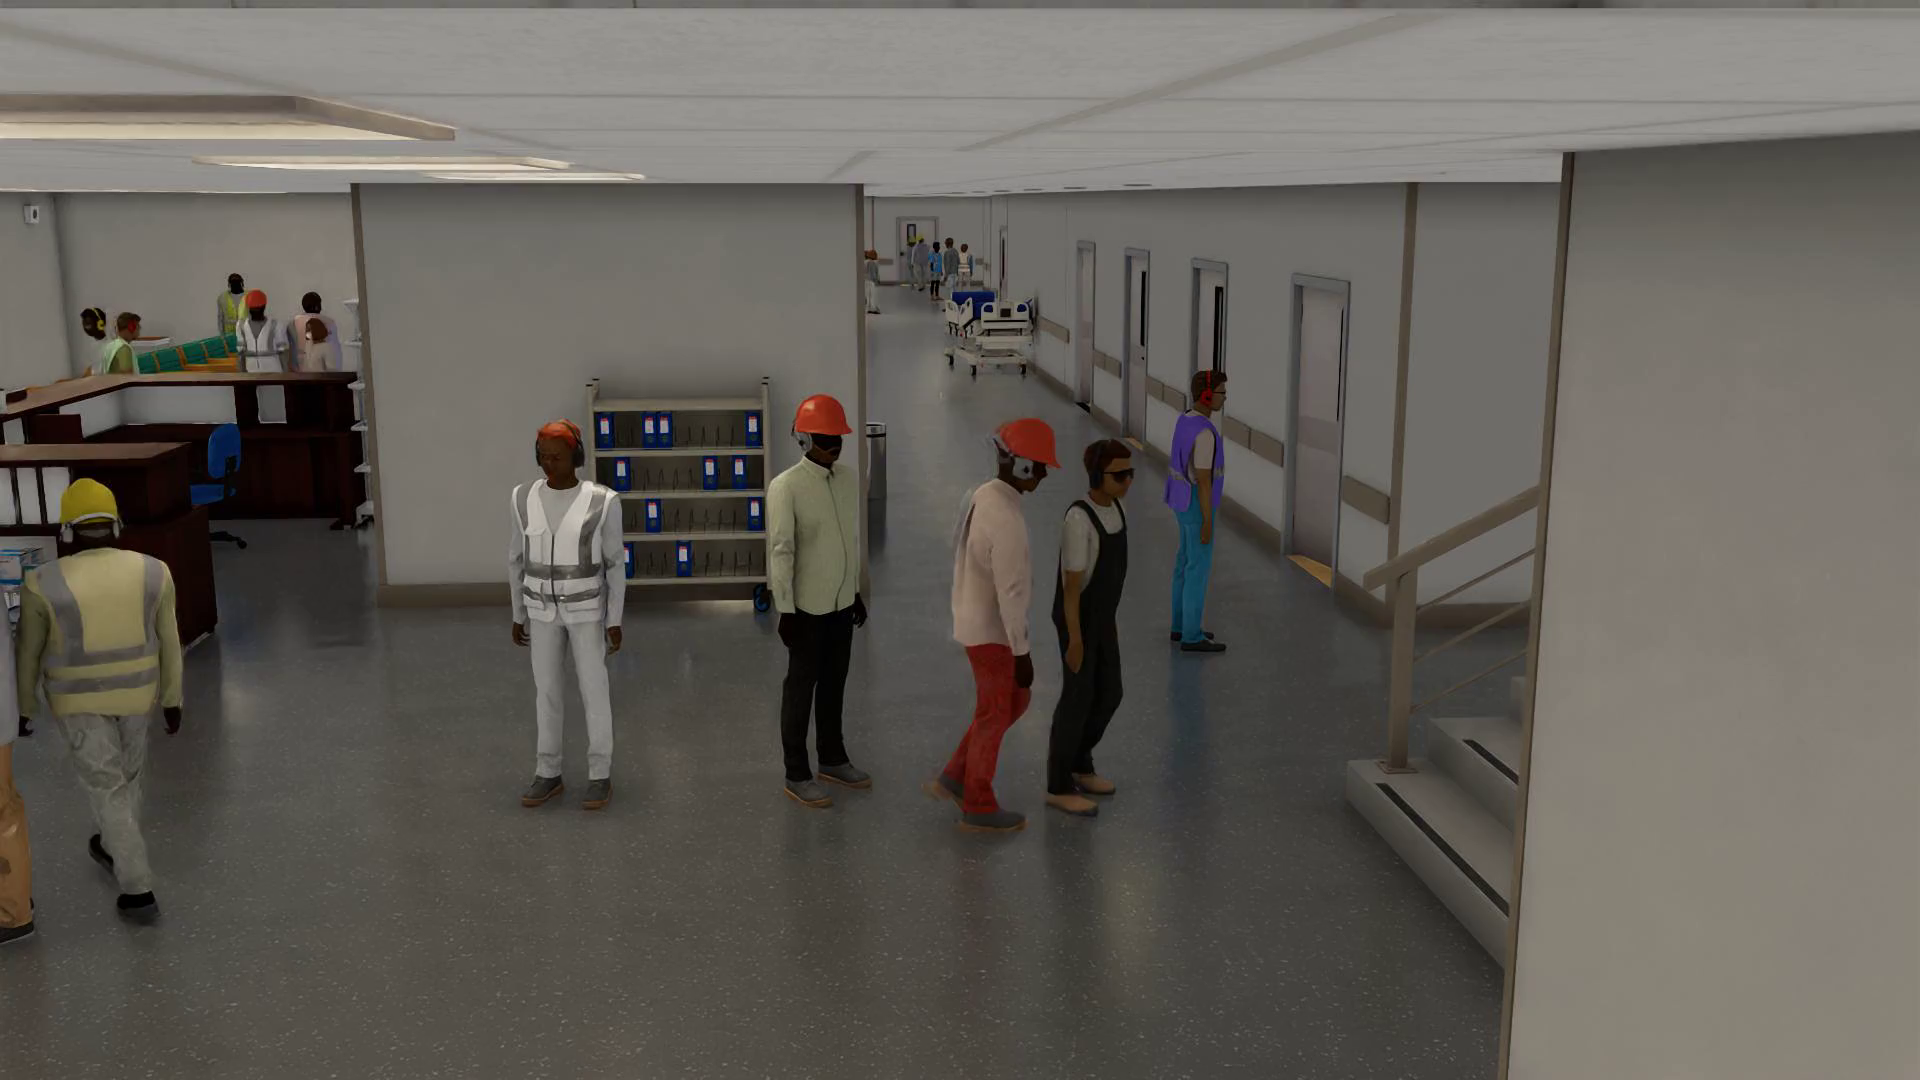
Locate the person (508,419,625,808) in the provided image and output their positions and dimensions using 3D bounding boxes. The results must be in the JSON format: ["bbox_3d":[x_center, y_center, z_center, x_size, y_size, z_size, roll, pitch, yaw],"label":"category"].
[{"bbox_3d":[-1.891,0.359,7.991,0.572,1.885,0.356,2,12,8],"label":"person"}]

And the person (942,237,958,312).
[{"bbox_3d":[-0.261,-6.947,43.559,0.372,1.940,0.627,5,12,22],"label":"person"}]

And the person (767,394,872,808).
[{"bbox_3d":[-0.674,0.283,8.088,0.381,1.993,0.622,8,14,34],"label":"person"}]

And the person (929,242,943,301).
[{"bbox_3d":[-0.690,-7.838,48.506,0.318,1.697,0.533,8,14,35],"label":"person"}]

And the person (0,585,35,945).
[{"bbox_3d":[-3.868,0.724,6.527,0.324,1.752,0.562,-5,13,-25],"label":"person"}]

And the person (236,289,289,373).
[{"bbox_3d":[-8.079,-1.975,19.341,0.560,1.908,0.769,0,12,-1],"label":"person"}]

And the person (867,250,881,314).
[{"bbox_3d":[-2.234,-6.617,42.695,0.278,1.634,0.497,-5,13,-24],"label":"person"}]

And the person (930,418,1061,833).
[{"bbox_3d":[0.208,0.415,7.546,0.487,1.952,0.650,-1,12,-6],"label":"person"}]

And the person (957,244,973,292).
[{"bbox_3d":[0.124,-7.824,48.576,0.515,1.641,0.314,3,12,12],"label":"person"}]

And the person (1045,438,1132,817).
[{"bbox_3d":[0.611,0.413,7.907,0.461,1.822,0.542,6,13,28],"label":"person"}]

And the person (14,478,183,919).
[{"bbox_3d":[-3.562,0.637,6.895,0.924,1.789,0.599,10,15,41],"label":"person"}]

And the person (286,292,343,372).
[{"bbox_3d":[-7.548,-1.989,19.568,0.627,1.847,0.429,1,12,6],"label":"person"}]

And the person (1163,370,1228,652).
[{"bbox_3d":[1.531,-0.186,10.787,0.392,1.837,0.560,-1,12,-6],"label":"person"}]

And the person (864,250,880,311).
[{"bbox_3d":[-2.346,-6.695,43.122,0.454,1.606,0.533,10,15,40],"label":"person"}]

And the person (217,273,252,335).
[{"bbox_3d":[-10.756,-3.067,24.876,0.621,1.835,0.431,-3,12,-13],"label":"person"}]

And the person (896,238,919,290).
[{"bbox_3d":[-1.723,-8.940,53.888,0.711,1.700,0.498,-1,12,-4],"label":"person"}]

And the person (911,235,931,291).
[{"bbox_3d":[-1.268,-8.924,53.571,0.612,1.788,0.886,-2,12,-11],"label":"person"}]
